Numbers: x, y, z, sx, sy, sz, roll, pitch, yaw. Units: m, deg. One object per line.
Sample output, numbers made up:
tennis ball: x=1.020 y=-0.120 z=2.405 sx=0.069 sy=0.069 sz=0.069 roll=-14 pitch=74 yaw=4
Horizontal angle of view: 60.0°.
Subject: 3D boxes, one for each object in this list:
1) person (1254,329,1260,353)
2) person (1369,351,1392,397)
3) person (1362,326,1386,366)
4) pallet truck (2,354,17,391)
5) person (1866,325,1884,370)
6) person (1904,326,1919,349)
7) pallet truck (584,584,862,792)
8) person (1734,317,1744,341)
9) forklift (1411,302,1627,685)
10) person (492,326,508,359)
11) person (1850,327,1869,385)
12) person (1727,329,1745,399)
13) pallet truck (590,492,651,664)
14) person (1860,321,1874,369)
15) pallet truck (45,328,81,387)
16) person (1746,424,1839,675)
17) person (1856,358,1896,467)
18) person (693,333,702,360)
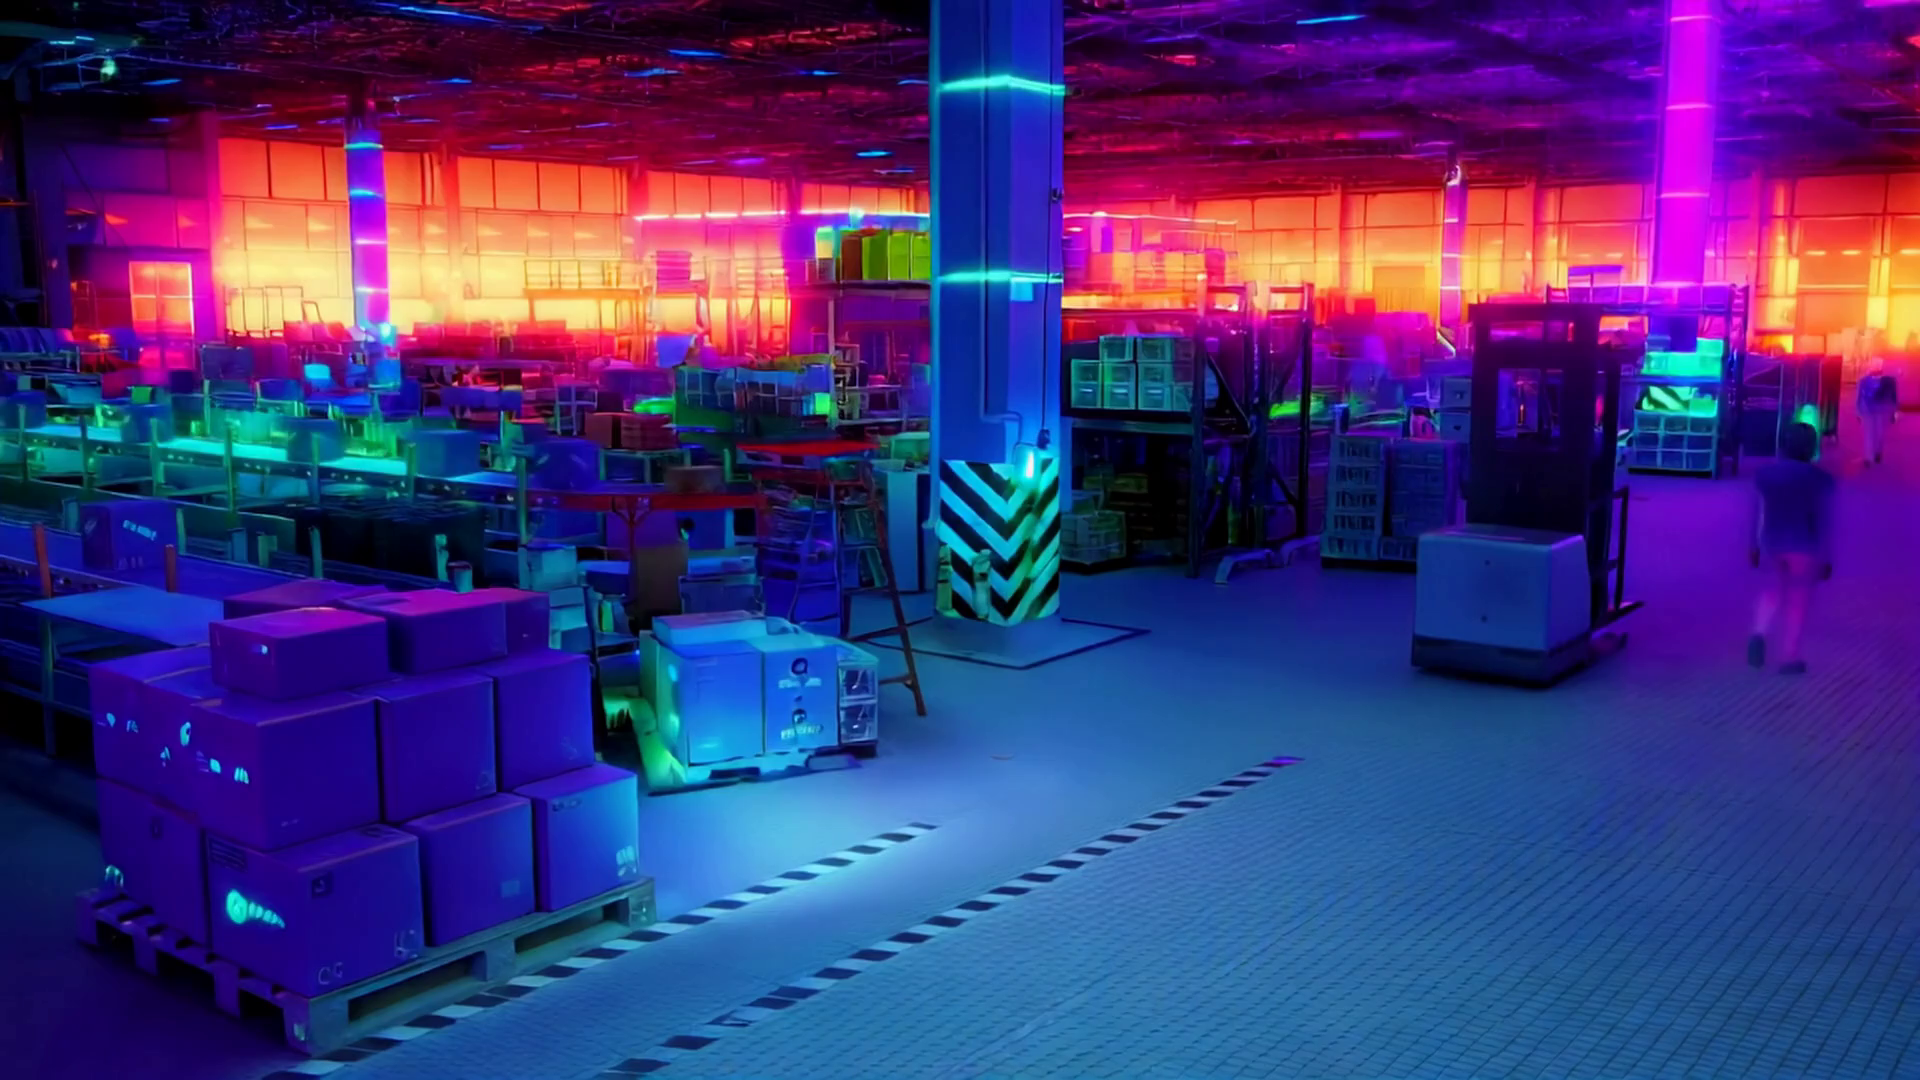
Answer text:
person: x=10.789 y=-7.026 z=60.592 sx=0.796 sy=1.886 sz=0.626 roll=4 pitch=9 yaw=25
person: x=9.005 y=-3.184 z=35.438 sx=0.559 sy=1.657 sz=0.843 roll=7 pitch=11 yaw=40
person: x=11.927 y=-5.131 z=47.595 sx=0.647 sy=1.946 sz=0.980 roll=-4 pitch=9 yaw=-24
pallet truck: x=-24.881 y=-4.417 z=42.634 sx=1.885 sy=1.965 sz=0.823 roll=8 pitch=11 yaw=41
person: x=34.573 y=-7.245 z=62.703 sx=0.898 sy=1.700 sz=0.490 roll=-7 pitch=11 yaw=-39
person: x=28.564 y=-5.466 z=49.990 sx=0.440 sy=1.914 sz=0.653 roll=8 pitch=12 yaw=43
pallet truck: x=-1.426 y=0.805 z=10.019 sx=1.601 sy=1.201 sz=0.680 roll=-4 pitch=9 yaw=-26
person: x=31.856 y=-8.145 z=67.937 sx=0.615 sy=1.945 sz=0.404 roll=-8 pitch=12 yaw=-43
forklift: x=4.379 y=-0.438 z=12.852 sx=1.129 sy=2.768 sz=1.873 roll=7 pitch=11 yaw=37
person: x=-12.510 y=-4.834 z=45.510 sx=0.442 sy=2.016 sz=0.734 roll=-5 pitch=10 yaw=-32
person: x=28.428 y=-5.802 z=52.558 sx=0.379 sy=1.825 sz=0.738 roll=3 pitch=9 yaw=18
person: x=21.297 y=-4.817 z=45.530 sx=0.545 sy=1.939 sz=0.374 roll=-4 pitch=9 yaw=-24
pallet truck: x=-3.115 y=0.344 z=12.883 sx=0.653 sy=1.274 sz=1.630 roll=7 pitch=11 yaw=37
person: x=34.968 y=-7.509 z=64.005 sx=0.624 sy=1.844 sz=0.429 roll=4 pitch=9 yaw=25
pallet truck: x=-23.775 y=-4.544 z=43.495 sx=1.885 sy=1.965 sz=0.823 roll=6 pitch=10 yaw=35
person: x=6.255 y=0.085 z=12.537 sx=0.513 sy=1.919 sz=0.644 roll=-6 pitch=10 yaw=-35
person: x=15.349 y=-2.141 z=27.888 sx=0.597 sy=1.818 sz=0.645 roll=5 pitch=10 yaw=30
person: x=-10.270 y=-7.675 z=64.969 sx=0.355 sy=1.887 sz=0.573 roll=2 pitch=9 yaw=14
